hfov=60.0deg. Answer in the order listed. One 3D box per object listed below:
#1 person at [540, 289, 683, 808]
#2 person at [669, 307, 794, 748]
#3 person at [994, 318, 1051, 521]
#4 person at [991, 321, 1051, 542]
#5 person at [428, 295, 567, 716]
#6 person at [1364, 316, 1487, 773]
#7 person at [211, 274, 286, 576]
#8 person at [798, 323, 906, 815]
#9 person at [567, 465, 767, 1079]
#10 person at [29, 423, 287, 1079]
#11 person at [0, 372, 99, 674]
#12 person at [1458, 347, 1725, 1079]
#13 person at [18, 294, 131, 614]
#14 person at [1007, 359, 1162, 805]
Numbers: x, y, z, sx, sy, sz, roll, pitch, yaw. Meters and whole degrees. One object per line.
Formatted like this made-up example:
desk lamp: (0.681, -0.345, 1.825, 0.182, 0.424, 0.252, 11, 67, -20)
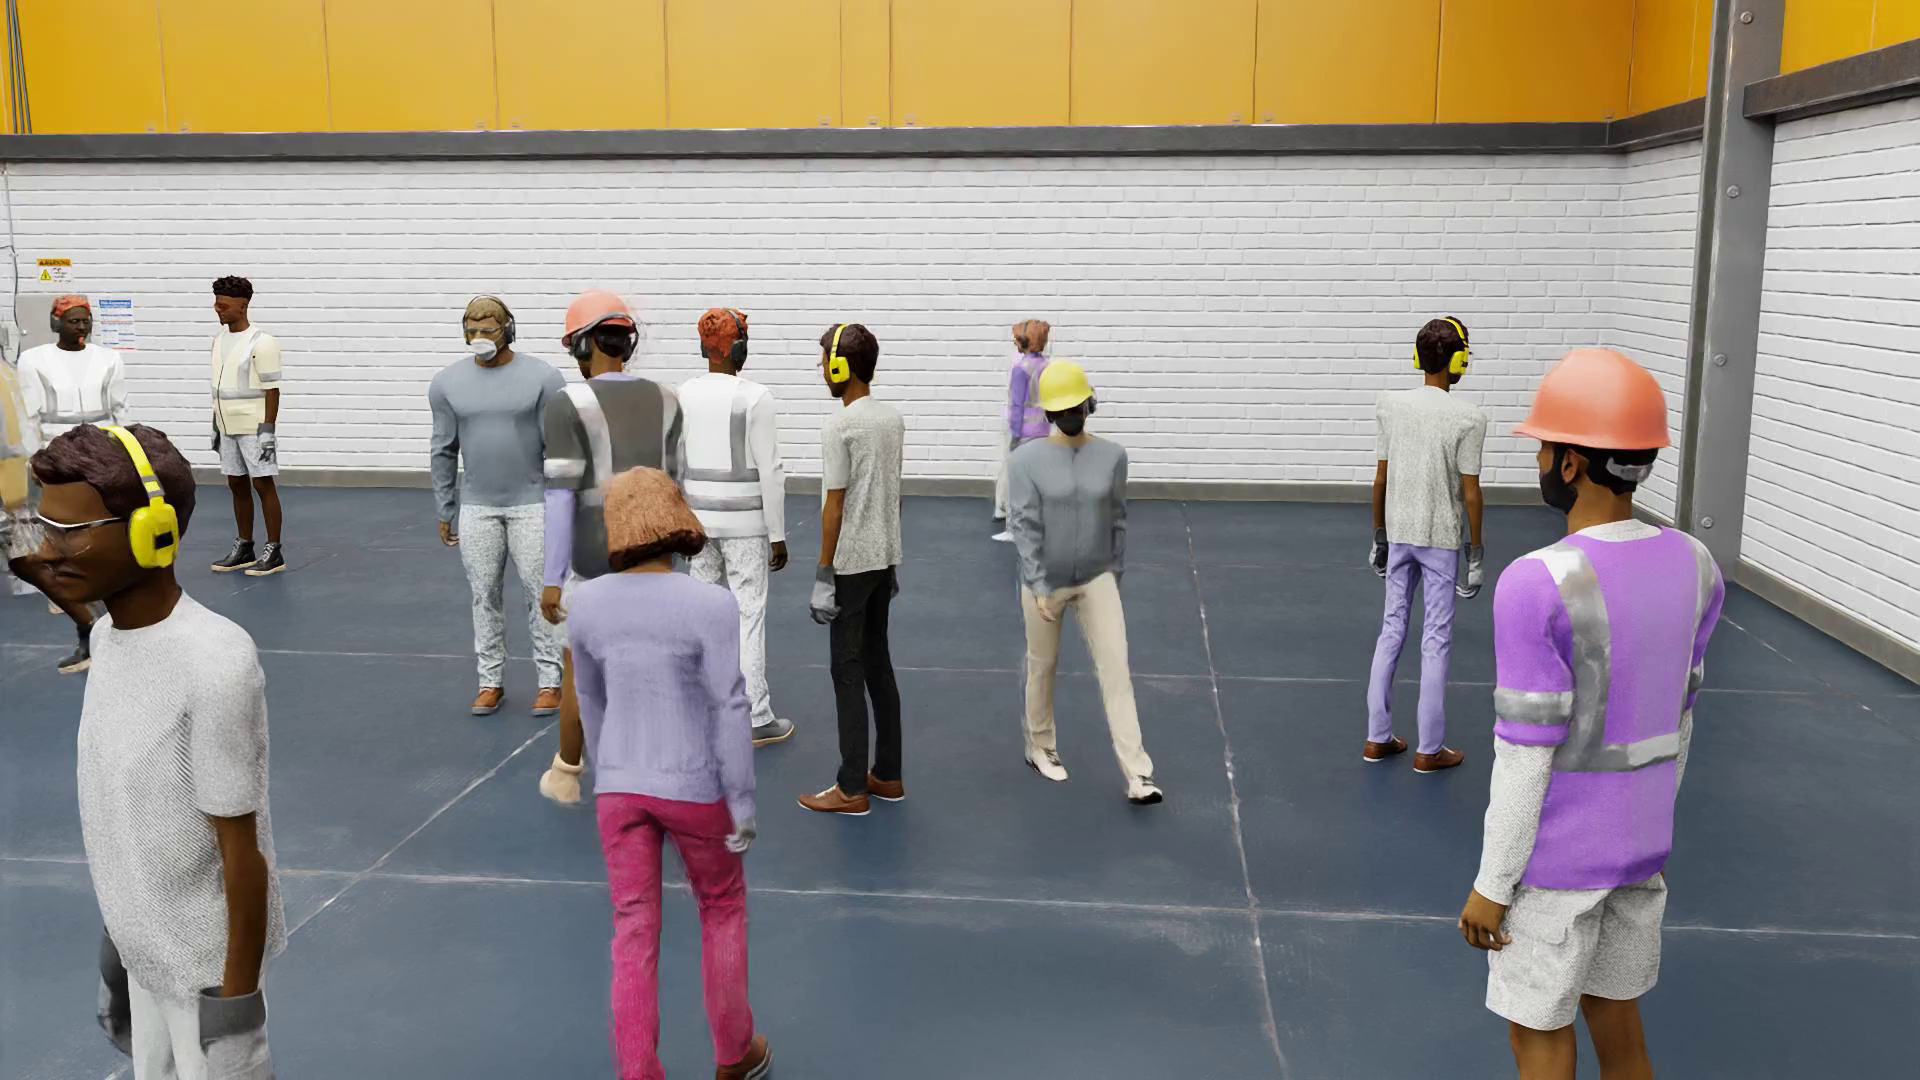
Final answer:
person: (-1.253, 0.070, 6.188, 0.887, 1.993, 0.686, 8, 13, 38)
person: (-0.991, -0.047, 7.132, 0.573, 1.883, 0.354, 5, 11, 26)
person: (0.577, -0.941, 13.087, 0.752, 1.589, 0.499, -7, 12, -33)
person: (0.550, -0.768, 12.002, 0.625, 1.617, 0.527, 5, 11, 29)
person: (-2.092, -0.150, 7.606, 0.635, 1.928, 0.382, 0, 10, -2)
person: (1.903, 0.024, 6.801, 0.326, 1.865, 0.516, -9, 14, -43)
person: (-4.702, -0.750, 10.919, 0.606, 1.966, 0.367, 5, 11, 29)
person: (-0.397, 0.114, 6.308, 0.347, 1.857, 0.522, 5, 11, 28)
person: (-0.720, 0.620, 4.103, 0.527, 1.600, 0.605, 3, 10, 17)
person: (-1.291, 0.731, 2.756, 0.511, 1.862, 0.324, 9, 13, 42)
person: (-4.706, -0.238, 8.130, 0.992, 1.925, 0.619, -4, 11, -19)
person: (1.212, 0.594, 3.294, 0.545, 1.942, 0.349, -6, 12, -31)
person: (-5.184, -0.503, 9.800, 0.592, 1.872, 0.368, -9, 14, -43)
person: (0.441, 0.170, 6.381, 0.518, 1.711, 0.904, -3, 10, -16)
